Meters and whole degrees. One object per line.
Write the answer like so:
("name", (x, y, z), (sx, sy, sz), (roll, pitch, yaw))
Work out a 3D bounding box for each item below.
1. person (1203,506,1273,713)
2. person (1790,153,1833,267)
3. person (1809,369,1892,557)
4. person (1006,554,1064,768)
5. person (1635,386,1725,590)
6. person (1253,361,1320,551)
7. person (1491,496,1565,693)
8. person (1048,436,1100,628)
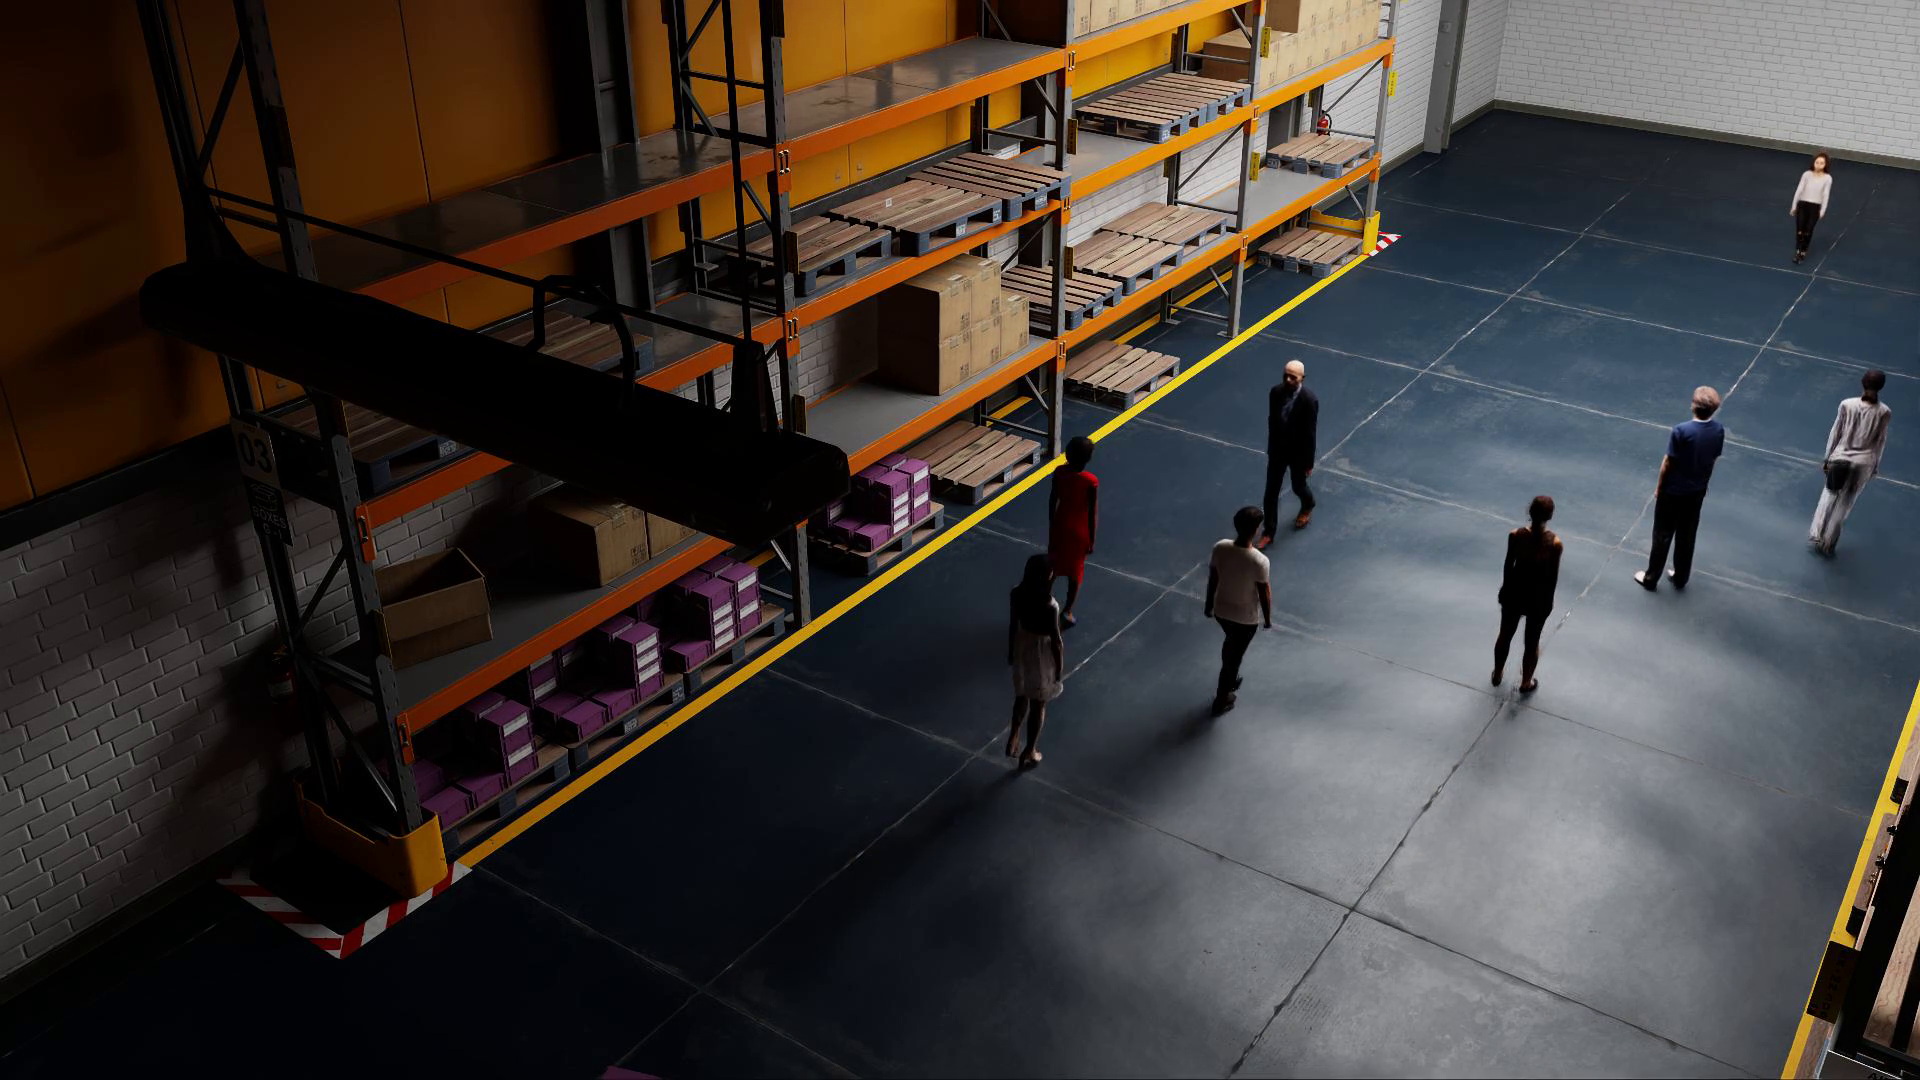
("person", (2.048, 0.552, 12.600), (0.701, 1.709, 0.755), (25, 37, 38))
("person", (11.183, -4.378, 21.887), (0.552, 1.471, 0.611), (21, 35, 33))
("person", (7.881, -0.642, 14.740), (0.590, 1.756, 0.616), (20, 34, 32))
("person", (0.476, 0.918, 11.870), (0.638, 1.766, 0.777), (20, 35, 33))
("person", (6.212, -0.436, 14.244), (0.724, 1.870, 0.783), (-5, 29, -8))
("person", (3.027, -0.822, 15.056), (0.730, 1.770, 1.166), (21, 35, 33))
("person", (4.398, 0.405, 12.907), (0.588, 1.674, 0.578), (15, 32, 26))
("person", (0.874, -0.036, 13.660), (0.652, 1.727, 0.746), (11, 30, 19))
